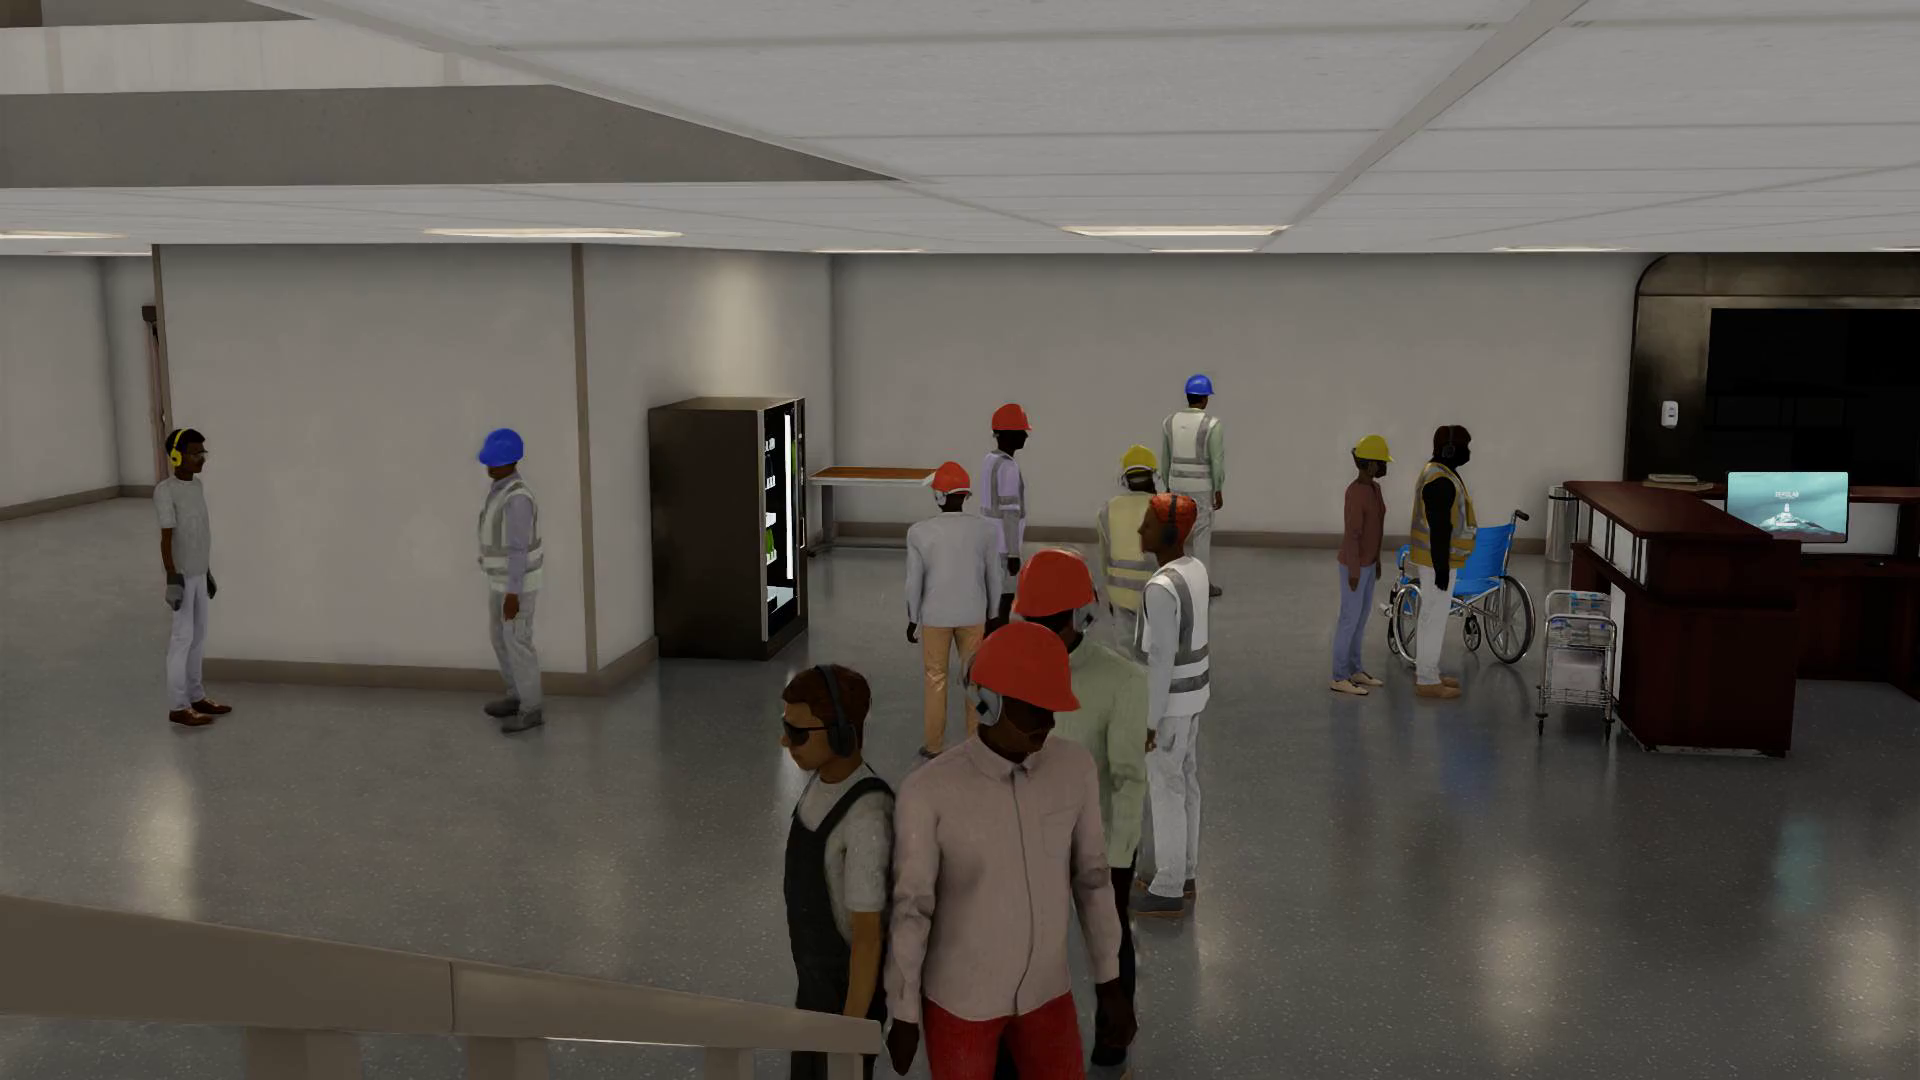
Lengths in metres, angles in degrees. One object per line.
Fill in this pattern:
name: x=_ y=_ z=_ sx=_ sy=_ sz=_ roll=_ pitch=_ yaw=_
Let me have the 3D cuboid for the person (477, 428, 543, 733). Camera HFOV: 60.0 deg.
person: x=-2.776 y=0.250 z=10.234 sx=0.397 sy=1.910 sz=0.668 roll=-5 pitch=11 yaw=-29

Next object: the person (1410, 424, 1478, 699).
person: x=3.233 y=0.141 z=11.138 sx=0.430 sy=1.836 sz=0.619 roll=3 pitch=10 yaw=19

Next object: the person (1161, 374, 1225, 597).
person: x=2.044 y=-0.472 z=14.534 sx=0.608 sy=1.946 sz=0.406 roll=8 pitch=12 yaw=41

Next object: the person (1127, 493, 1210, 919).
person: x=0.914 y=0.725 z=7.355 sx=0.356 sy=1.884 sz=0.574 roll=4 pitch=10 yaw=22

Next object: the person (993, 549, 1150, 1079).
person: x=0.329 y=0.993 z=5.482 sx=0.624 sy=1.952 sz=0.815 roll=6 pitch=11 yaw=31

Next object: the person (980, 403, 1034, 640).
person: x=0.322 y=0.022 z=11.519 sx=0.378 sy=1.938 sz=0.547 roll=-2 pitch=10 yaw=-15

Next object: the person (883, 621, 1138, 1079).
person: x=0.093 y=1.166 z=4.363 sx=0.639 sy=1.967 sz=0.501 roll=-6 pitch=11 yaw=-32

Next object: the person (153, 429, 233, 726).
person: x=-4.846 y=0.230 z=10.470 sx=0.310 sy=1.863 sz=0.534 roll=0 pitch=9 yaw=0

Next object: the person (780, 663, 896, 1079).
person: x=-0.328 y=1.224 z=4.434 sx=0.507 sy=1.835 sz=0.541 roll=-3 pitch=10 yaw=-19

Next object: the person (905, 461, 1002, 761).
person: x=-0.042 y=0.419 z=9.627 sx=0.573 sy=1.755 sz=0.319 roll=-2 pitch=9 yaw=-11

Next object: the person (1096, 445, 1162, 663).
person: x=1.115 y=0.339 z=9.975 sx=0.618 sy=1.804 sz=0.537 roll=8 pitch=12 yaw=40

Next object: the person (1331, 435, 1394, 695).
person: x=2.729 y=0.163 z=11.219 sx=0.342 sy=1.756 sz=0.518 roll=5 pitch=11 yaw=29
